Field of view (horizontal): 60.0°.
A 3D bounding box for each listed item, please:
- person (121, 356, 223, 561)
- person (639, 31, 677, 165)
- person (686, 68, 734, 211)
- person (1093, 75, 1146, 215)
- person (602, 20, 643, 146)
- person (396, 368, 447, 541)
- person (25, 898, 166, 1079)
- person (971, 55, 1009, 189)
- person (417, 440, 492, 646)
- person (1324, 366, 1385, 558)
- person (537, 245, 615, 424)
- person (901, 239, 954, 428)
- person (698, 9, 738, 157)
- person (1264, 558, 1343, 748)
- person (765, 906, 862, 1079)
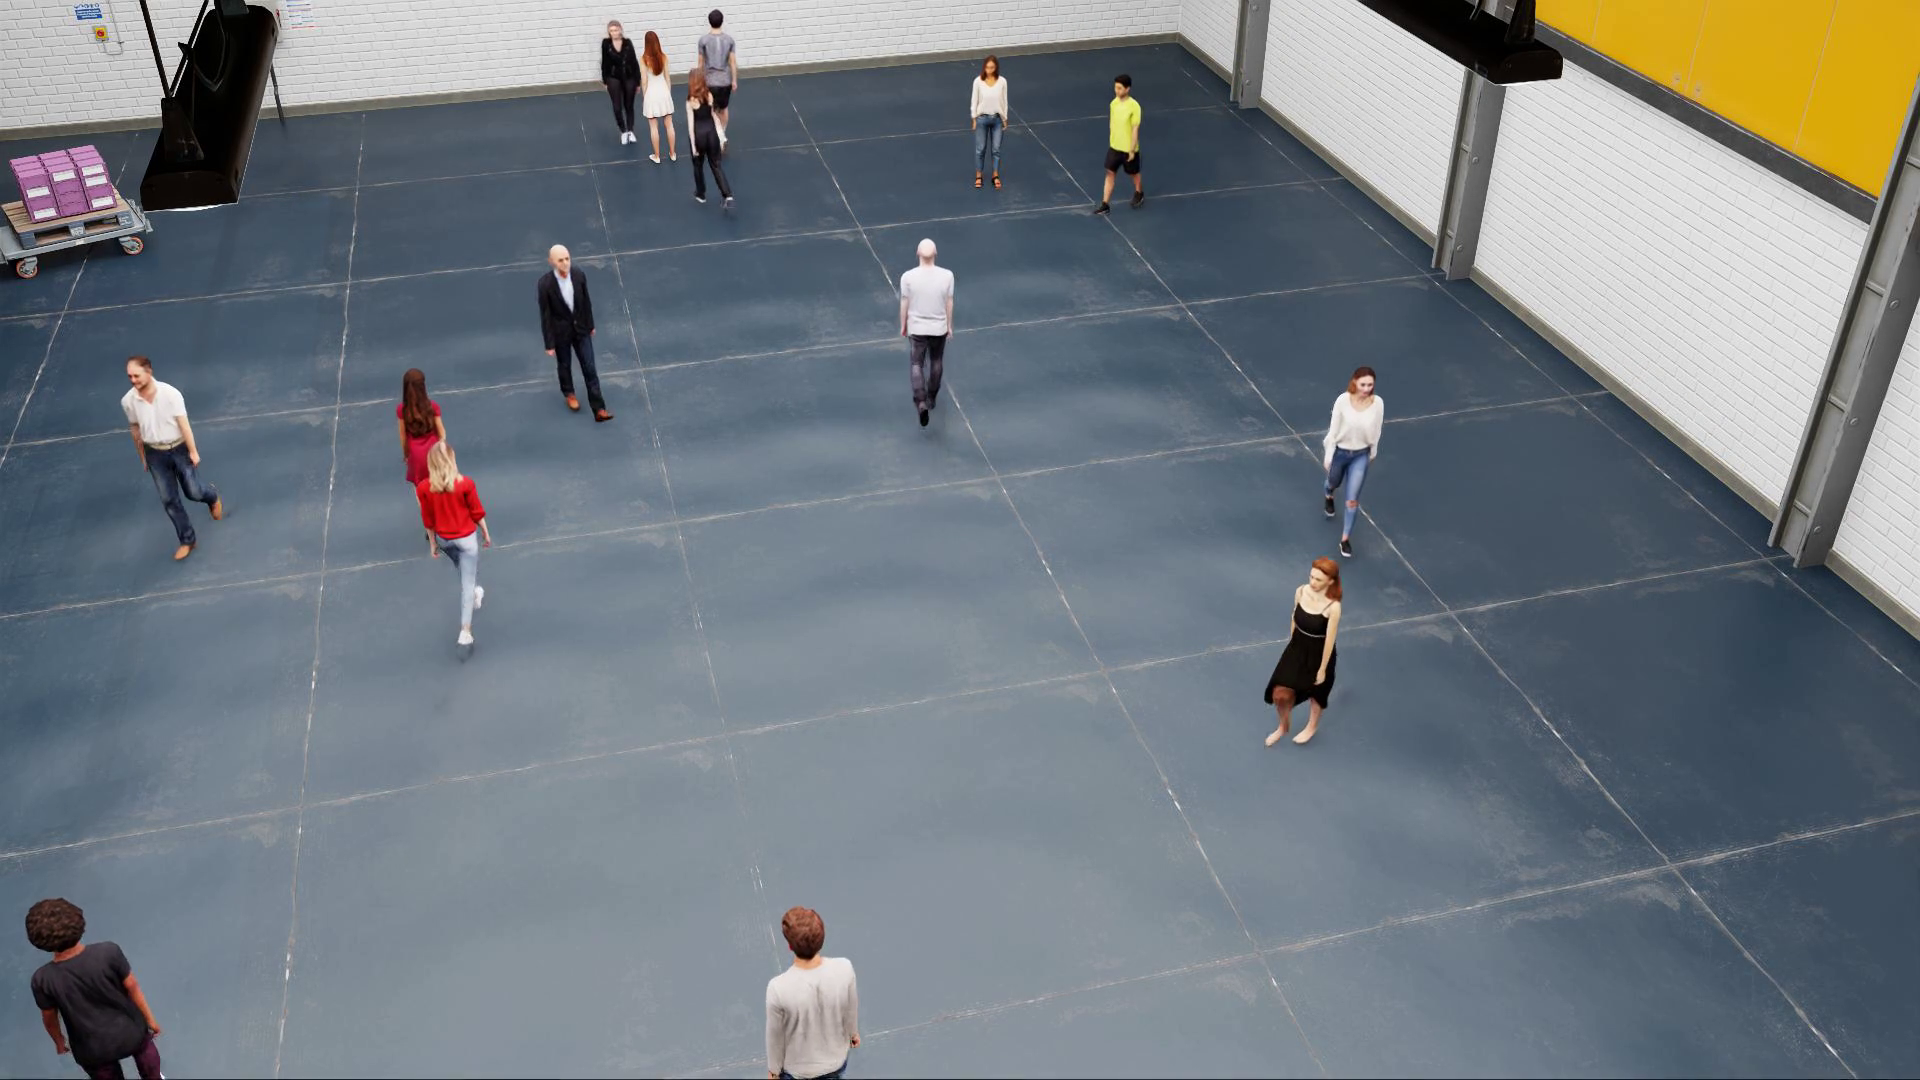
[{"bbox_3d":[-6.612,-0.770,14.010,0.814,1.836,1.046,0,34,-1],"label":"person"},{"bbox_3d":[-3.937,-5.771,21.645,0.594,1.712,0.581,-15,36,-21],"label":"person"},{"bbox_3d":[-3.056,-4.845,20.244,0.830,1.721,1.175,-21,39,-28],"label":"person"},{"bbox_3d":[2.055,-4.827,20.262,1.115,1.671,1.091,25,41,33],"label":"person"},{"bbox_3d":[-4.532,-6.160,22.267,0.648,1.670,0.635,-14,36,-20],"label":"person"},{"bbox_3d":[-4.578,-0.722,14.206,0.586,1.539,0.893,-10,35,-15],"label":"person"},{"bbox_3d":[-4.553,2.673,8.901,0.819,1.757,0.918,-24,40,-31],"label":"person"},{"bbox_3d":[0.373,-5.286,20.945,0.659,1.679,0.611,-1,34,-2],"label":"person"},{"bbox_3d":[-3.918,0.050,12.929,0.770,1.667,1.175,-2,34,-4],"label":"person"},{"bbox_3d":[3.285,-0.751,14.139,0.899,1.660,1.167,5,34,7],"label":"person"},{"bbox_3d":[-3.775,-2.010,15.943,0.947,1.761,1.244,-19,38,-26],"label":"person"},{"bbox_3d":[-0.306,-1.965,15.830,0.764,1.810,1.112,-4,34,-6],"label":"person"},{"bbox_3d":[-3.182,-5.981,21.844,0.715,1.842,1.088,-11,35,-16],"label":"person"},{"bbox_3d":[2.567,0.782,11.877,0.737,1.611,0.782,28,43,35],"label":"person"},{"bbox_3d":[-0.738,2.739,8.682,0.707,1.889,0.704,-11,35,-16],"label":"person"}]
